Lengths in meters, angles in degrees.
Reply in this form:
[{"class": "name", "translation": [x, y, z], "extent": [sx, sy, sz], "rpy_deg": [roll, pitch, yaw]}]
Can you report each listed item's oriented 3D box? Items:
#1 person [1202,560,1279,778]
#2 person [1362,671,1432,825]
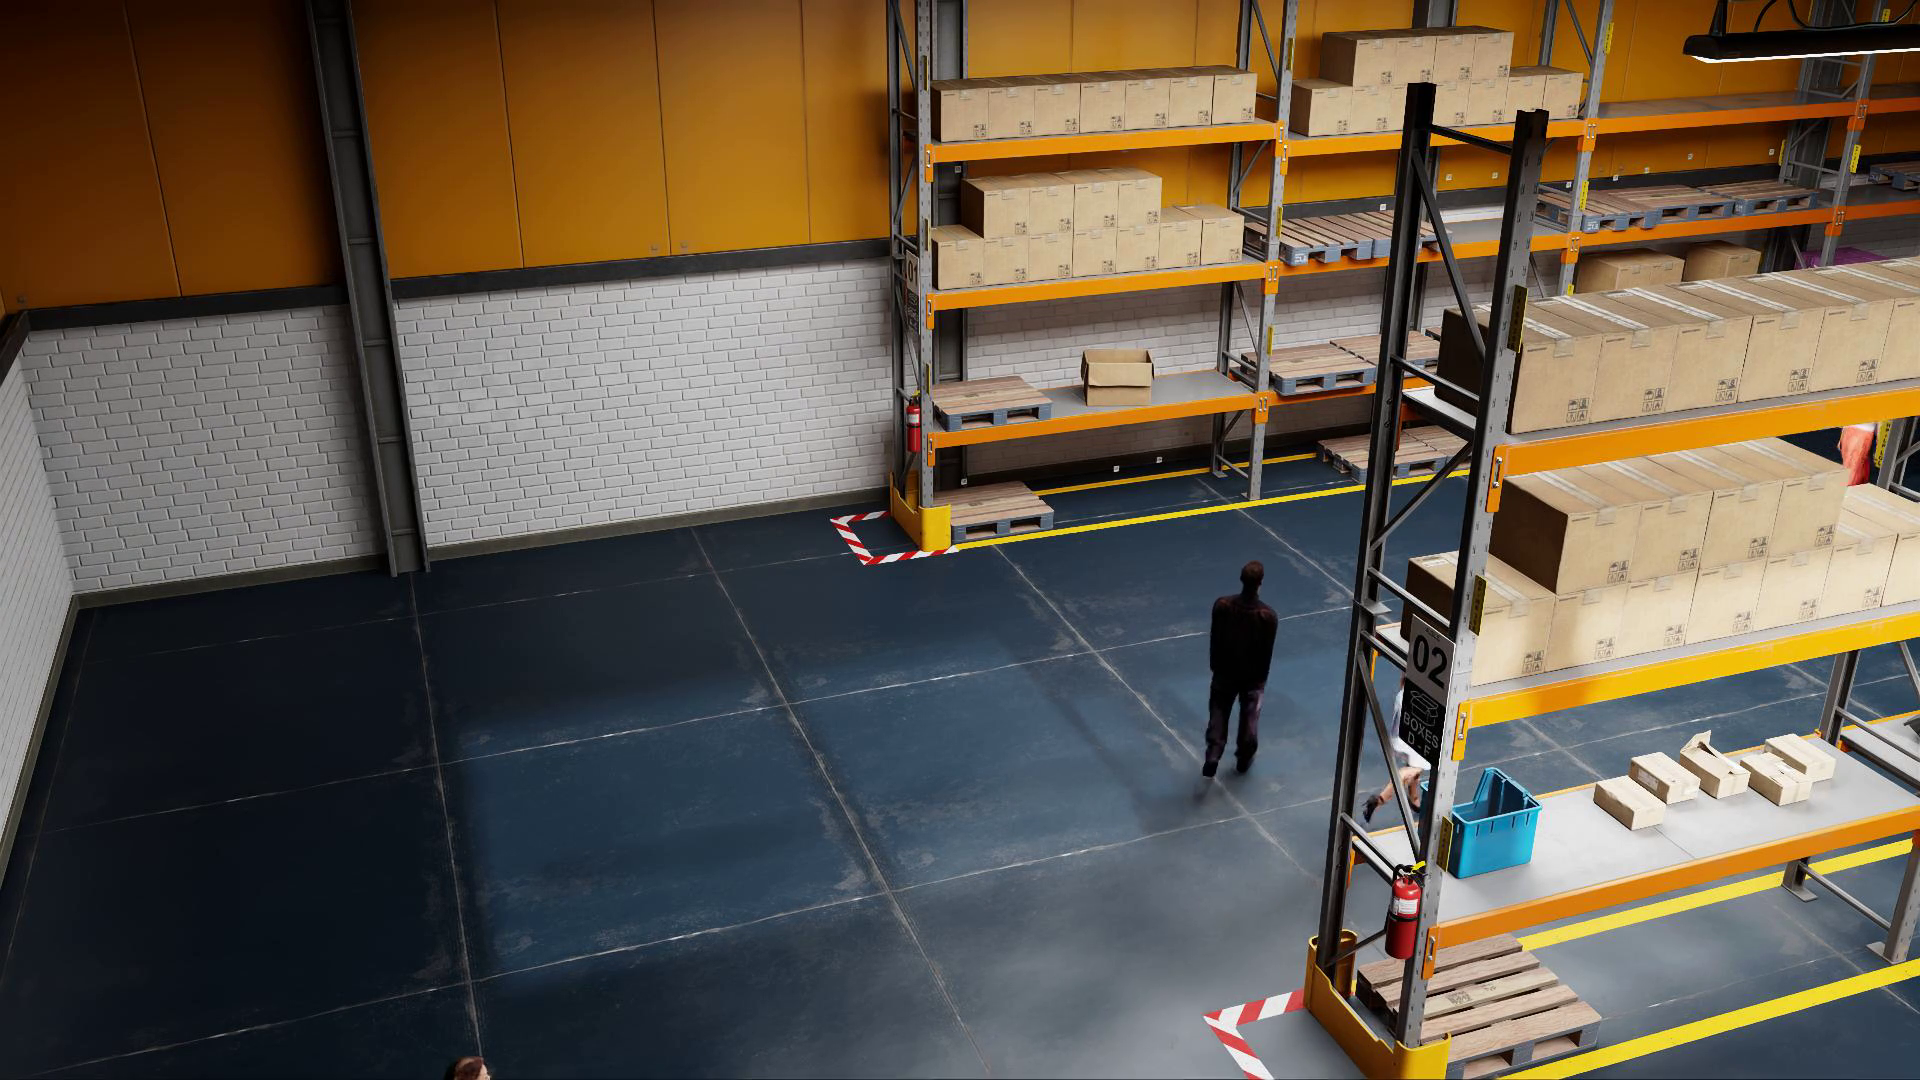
[{"class": "person", "translation": [2.222, 1.082, 13.353], "extent": [1.056, 1.891, 1.094], "rpy_deg": [9, 25, 20]}, {"class": "person", "translation": [3.427, 1.430, 12.673], "extent": [1.132, 1.797, 0.834], "rpy_deg": [-16, 28, -32]}]
